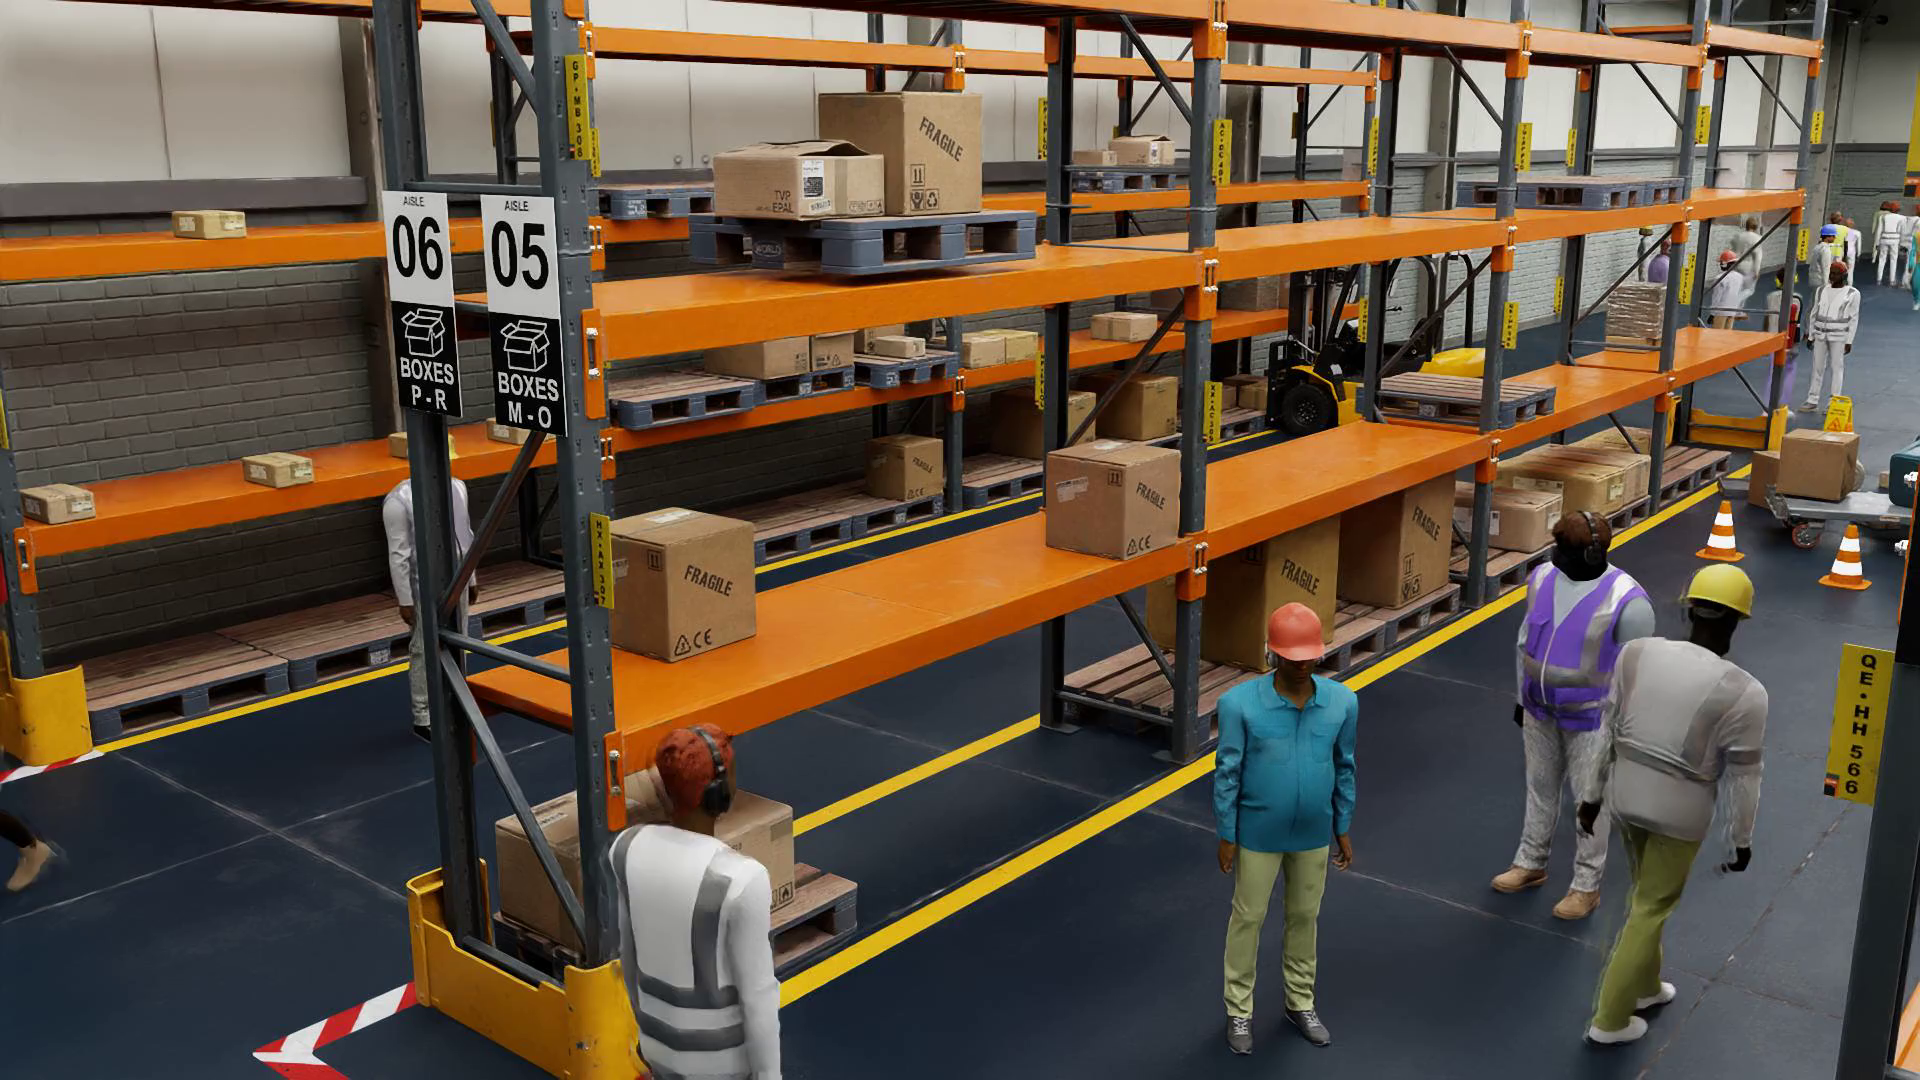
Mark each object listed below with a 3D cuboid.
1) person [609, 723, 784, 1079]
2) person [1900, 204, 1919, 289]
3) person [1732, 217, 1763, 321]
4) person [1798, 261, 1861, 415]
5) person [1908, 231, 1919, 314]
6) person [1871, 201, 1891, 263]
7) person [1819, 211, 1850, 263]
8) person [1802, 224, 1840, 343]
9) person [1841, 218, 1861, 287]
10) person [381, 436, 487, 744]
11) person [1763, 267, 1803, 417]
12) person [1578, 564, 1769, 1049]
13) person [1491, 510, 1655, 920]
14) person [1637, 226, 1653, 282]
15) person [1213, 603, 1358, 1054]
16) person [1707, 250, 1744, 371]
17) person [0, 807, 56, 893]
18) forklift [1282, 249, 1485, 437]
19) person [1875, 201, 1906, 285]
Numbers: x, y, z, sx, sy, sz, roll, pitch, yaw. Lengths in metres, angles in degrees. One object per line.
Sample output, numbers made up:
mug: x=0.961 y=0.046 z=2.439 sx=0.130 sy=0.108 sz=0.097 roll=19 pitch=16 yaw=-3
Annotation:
person: x=-0.710 y=1.411 z=4.665 sx=0.599 sy=1.873 sz=0.424 roll=10 pitch=17 yaw=36
person: x=21.273 y=-6.526 z=36.985 sx=0.531 sy=1.866 sz=0.615 roll=2 pitch=14 yaw=8
person: x=14.380 y=-4.968 z=30.570 sx=0.667 sy=1.922 sz=0.625 roll=-6 pitch=15 yaw=-24
person: x=10.735 y=-2.485 z=20.515 sx=0.356 sy=1.883 sz=0.572 roll=-9 pitch=17 yaw=-33
person: x=18.617 y=-5.320 z=32.038 sx=0.595 sy=1.899 sz=0.743 roll=8 pitch=16 yaw=30
person: x=24.530 y=-8.188 z=44.246 sx=0.507 sy=1.632 sz=0.268 roll=9 pitch=17 yaw=33
person: x=17.837 y=-5.785 z=34.027 sx=0.568 sy=1.843 sz=0.386 roll=5 pitch=15 yaw=21
person: x=14.246 y=-4.240 z=27.522 sx=0.391 sy=1.946 sz=0.615 roll=2 pitch=14 yaw=10
person: x=19.506 y=-6.271 z=36.553 sx=0.532 sy=1.584 sz=0.896 roll=6 pitch=15 yaw=22
person: x=-2.983 y=0.248 z=9.508 sx=0.403 sy=1.827 sz=0.603 roll=7 pitch=16 yaw=27
person: x=9.980 y=-2.396 z=20.244 sx=0.567 sy=1.832 sz=0.560 roll=-9 pitch=17 yaw=-33
person: x=2.718 y=1.011 z=6.283 sx=0.741 sy=1.872 sz=0.613 roll=-8 pitch=16 yaw=-30
person: x=2.708 y=0.765 z=7.378 sx=0.430 sy=1.839 sz=0.624 roll=-8 pitch=16 yaw=-31
person: x=13.262 y=-5.312 z=32.308 sx=0.307 sy=1.745 sz=0.484 roll=7 pitch=16 yaw=28
person: x=1.228 y=1.079 z=6.267 sx=0.564 sy=1.751 sz=0.330 roll=-3 pitch=14 yaw=-10
person: x=11.104 y=-3.330 z=24.221 sx=0.563 sy=1.751 sz=0.330 roll=-8 pitch=16 yaw=-29
person: x=-4.487 y=0.867 z=7.319 sx=0.533 sy=1.662 sz=0.824 roll=6 pitch=15 yaw=25
forklift: x=4.886 y=-2.214 z=18.767 sx=2.313 sy=2.155 sz=1.214 roll=11 pitch=18 yaw=38
person: x=21.236 y=-6.775 z=37.974 sx=0.584 sy=1.883 sz=0.337 roll=10 pitch=17 yaw=35
